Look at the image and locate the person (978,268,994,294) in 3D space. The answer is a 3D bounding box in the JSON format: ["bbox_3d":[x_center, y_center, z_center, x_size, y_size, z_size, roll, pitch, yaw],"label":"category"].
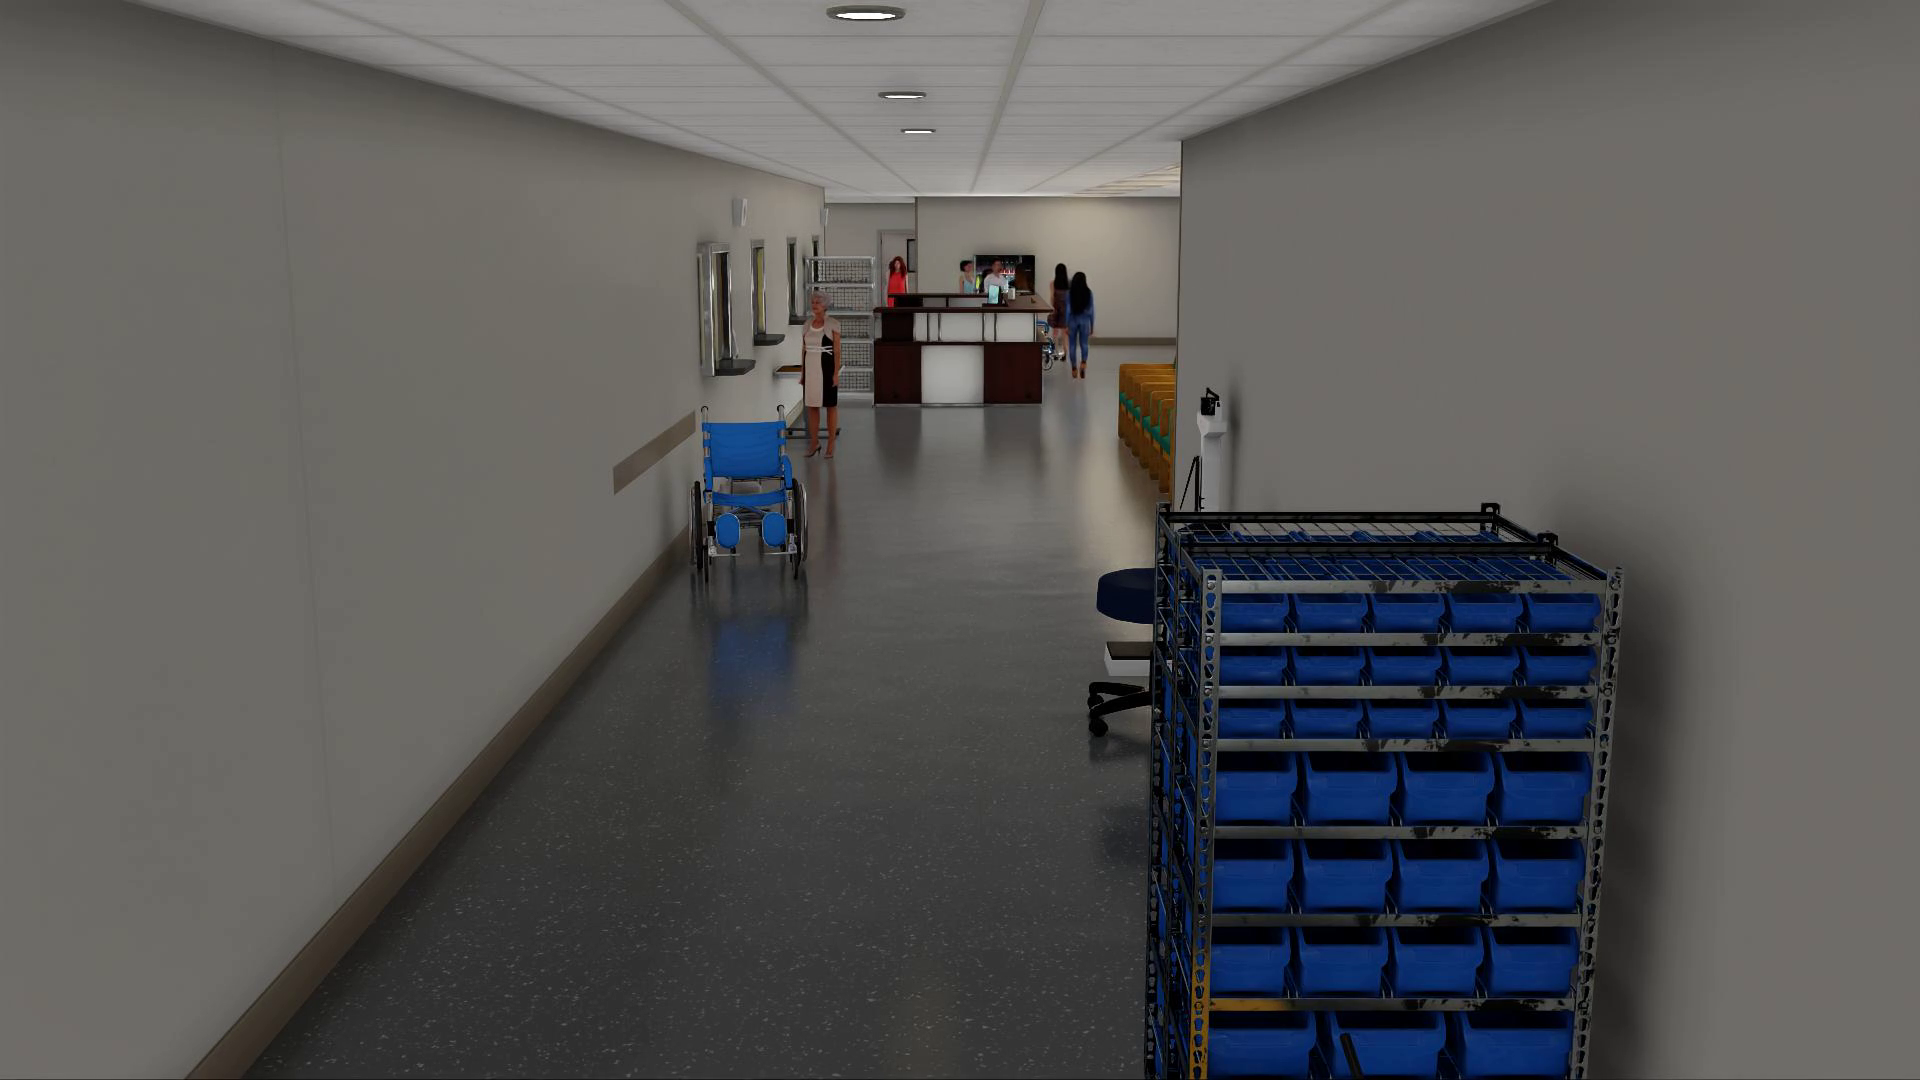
[{"bbox_3d":[0.520,-4.406,31.934,0.804,1.617,0.770,7,13,34],"label":"person"}]

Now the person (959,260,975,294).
[{"bbox_3d":[0.124,-4.501,32.011,0.745,1.774,0.698,9,14,38],"label":"person"}]

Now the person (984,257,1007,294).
[{"bbox_3d":[0.586,-4.232,30.502,1.247,1.808,1.226,-10,15,-42],"label":"person"}]

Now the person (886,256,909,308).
[{"bbox_3d":[-1.239,-4.661,32.714,0.445,1.827,0.651,0,11,-2],"label":"person"}]

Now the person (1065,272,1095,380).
[{"bbox_3d":[1.874,-3.332,26.117,1.076,1.674,0.665,0,11,2],"label":"person"}]

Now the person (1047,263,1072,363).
[{"bbox_3d":[1.787,-3.923,29.086,1.097,1.730,0.713,-1,11,-5],"label":"person"}]

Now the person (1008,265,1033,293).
[{"bbox_3d":[1.101,-4.211,30.695,0.634,1.696,0.695,-1,11,-7],"label":"person"}]

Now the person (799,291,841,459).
[{"bbox_3d":[-1.464,-1.747,17.551,0.636,1.756,0.767,6,12,28],"label":"person"}]
